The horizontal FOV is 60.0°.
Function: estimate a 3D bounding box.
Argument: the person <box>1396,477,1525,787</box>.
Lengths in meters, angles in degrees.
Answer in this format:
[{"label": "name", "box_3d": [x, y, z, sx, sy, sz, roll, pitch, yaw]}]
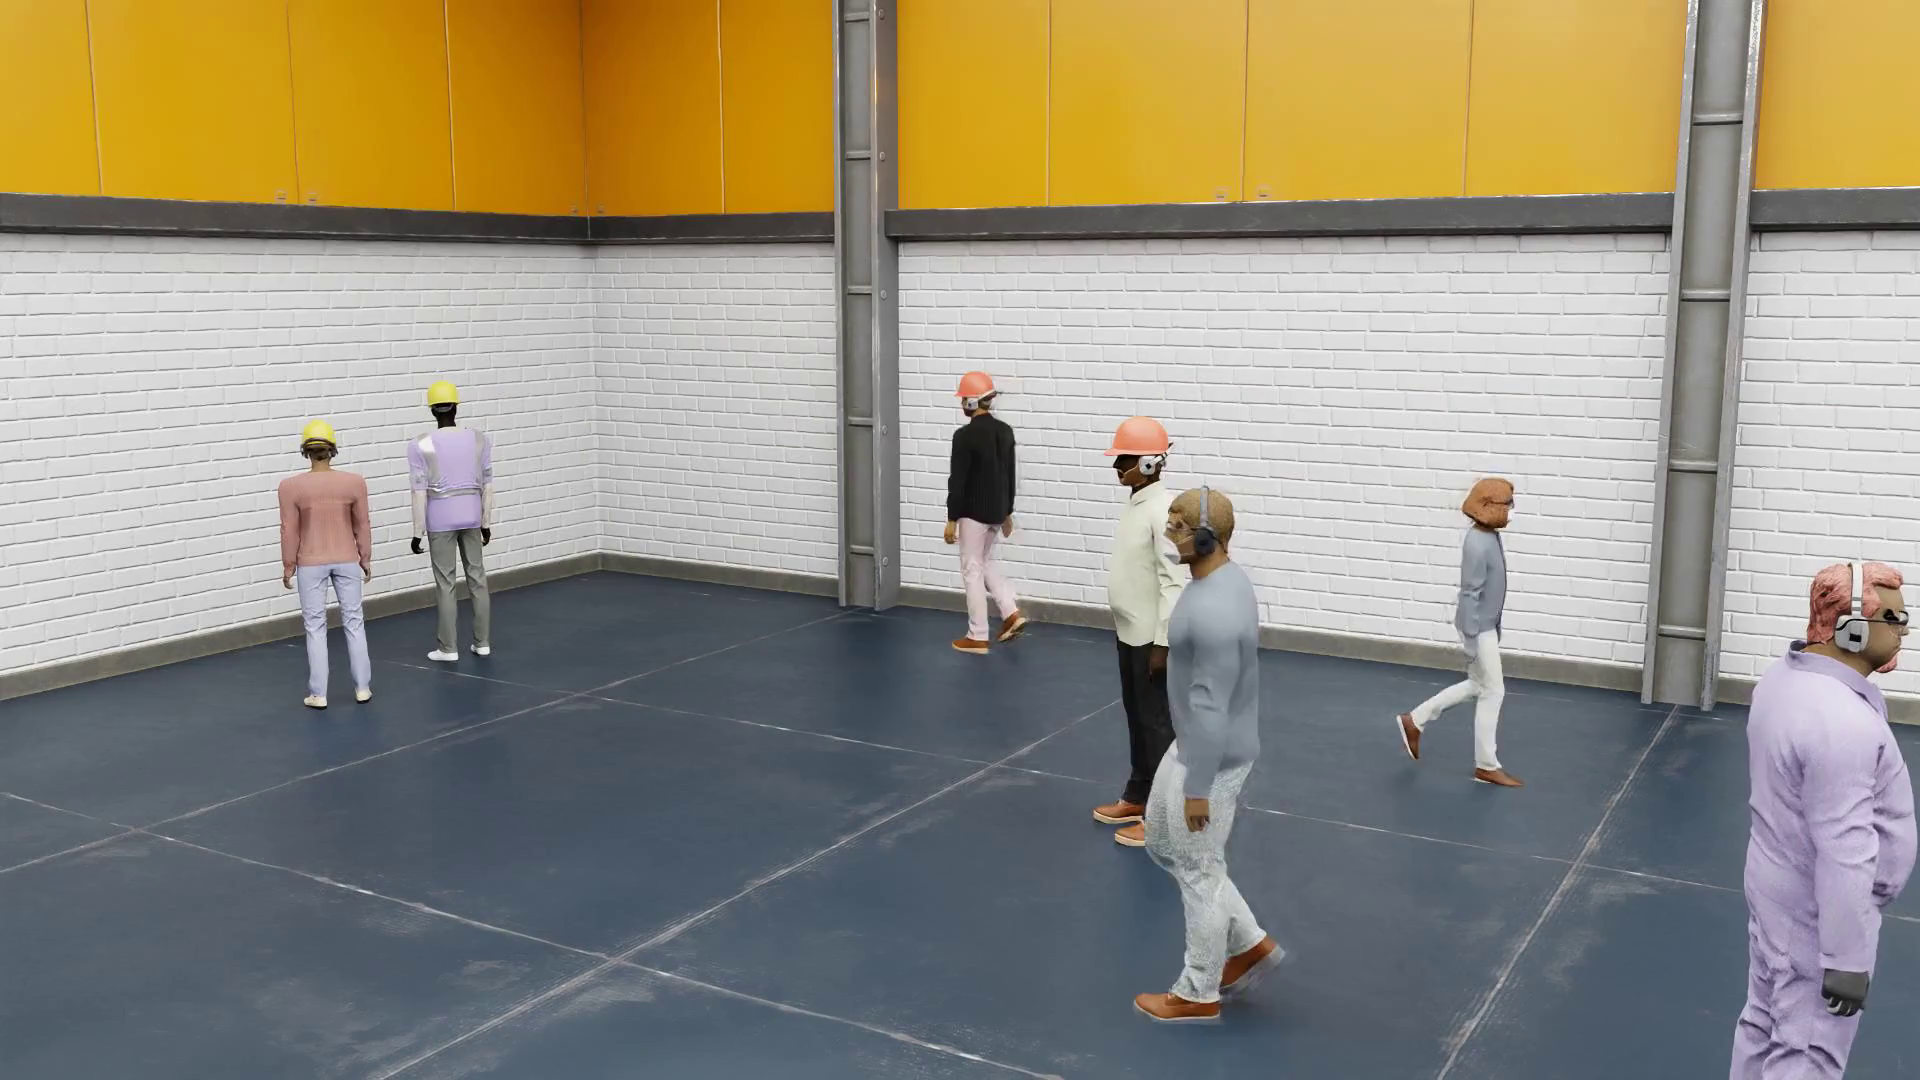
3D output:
[{"label": "person", "box_3d": [2.639, 0.462, 8.679, 0.630, 1.615, 0.508, 4, 10, 22]}]

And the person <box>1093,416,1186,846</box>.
[{"label": "person", "box_3d": [0.848, 0.418, 7.754, 0.389, 1.992, 0.625, -2, 9, -11]}]

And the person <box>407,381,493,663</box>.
[{"label": "person", "box_3d": [-3.471, -0.121, 11.348, 0.586, 1.921, 0.383, -8, 12, -40]}]

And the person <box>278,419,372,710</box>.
[{"label": "person", "box_3d": [-3.868, 0.148, 10.158, 0.531, 1.765, 0.327, -6, 11, -31]}]

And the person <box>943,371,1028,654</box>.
[{"label": "person", "box_3d": [0.145, -0.185, 11.589, 0.455, 1.980, 0.619, 6, 11, 33]}]

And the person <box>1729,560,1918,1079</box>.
[{"label": "person", "box_3d": [2.307, 0.994, 4.432, 0.401, 1.907, 0.646, 2, 9, 13]}]

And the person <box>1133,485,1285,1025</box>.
[{"label": "person", "box_3d": [0.842, 0.764, 5.796, 0.443, 1.929, 0.650, 1, 9, 8]}]
